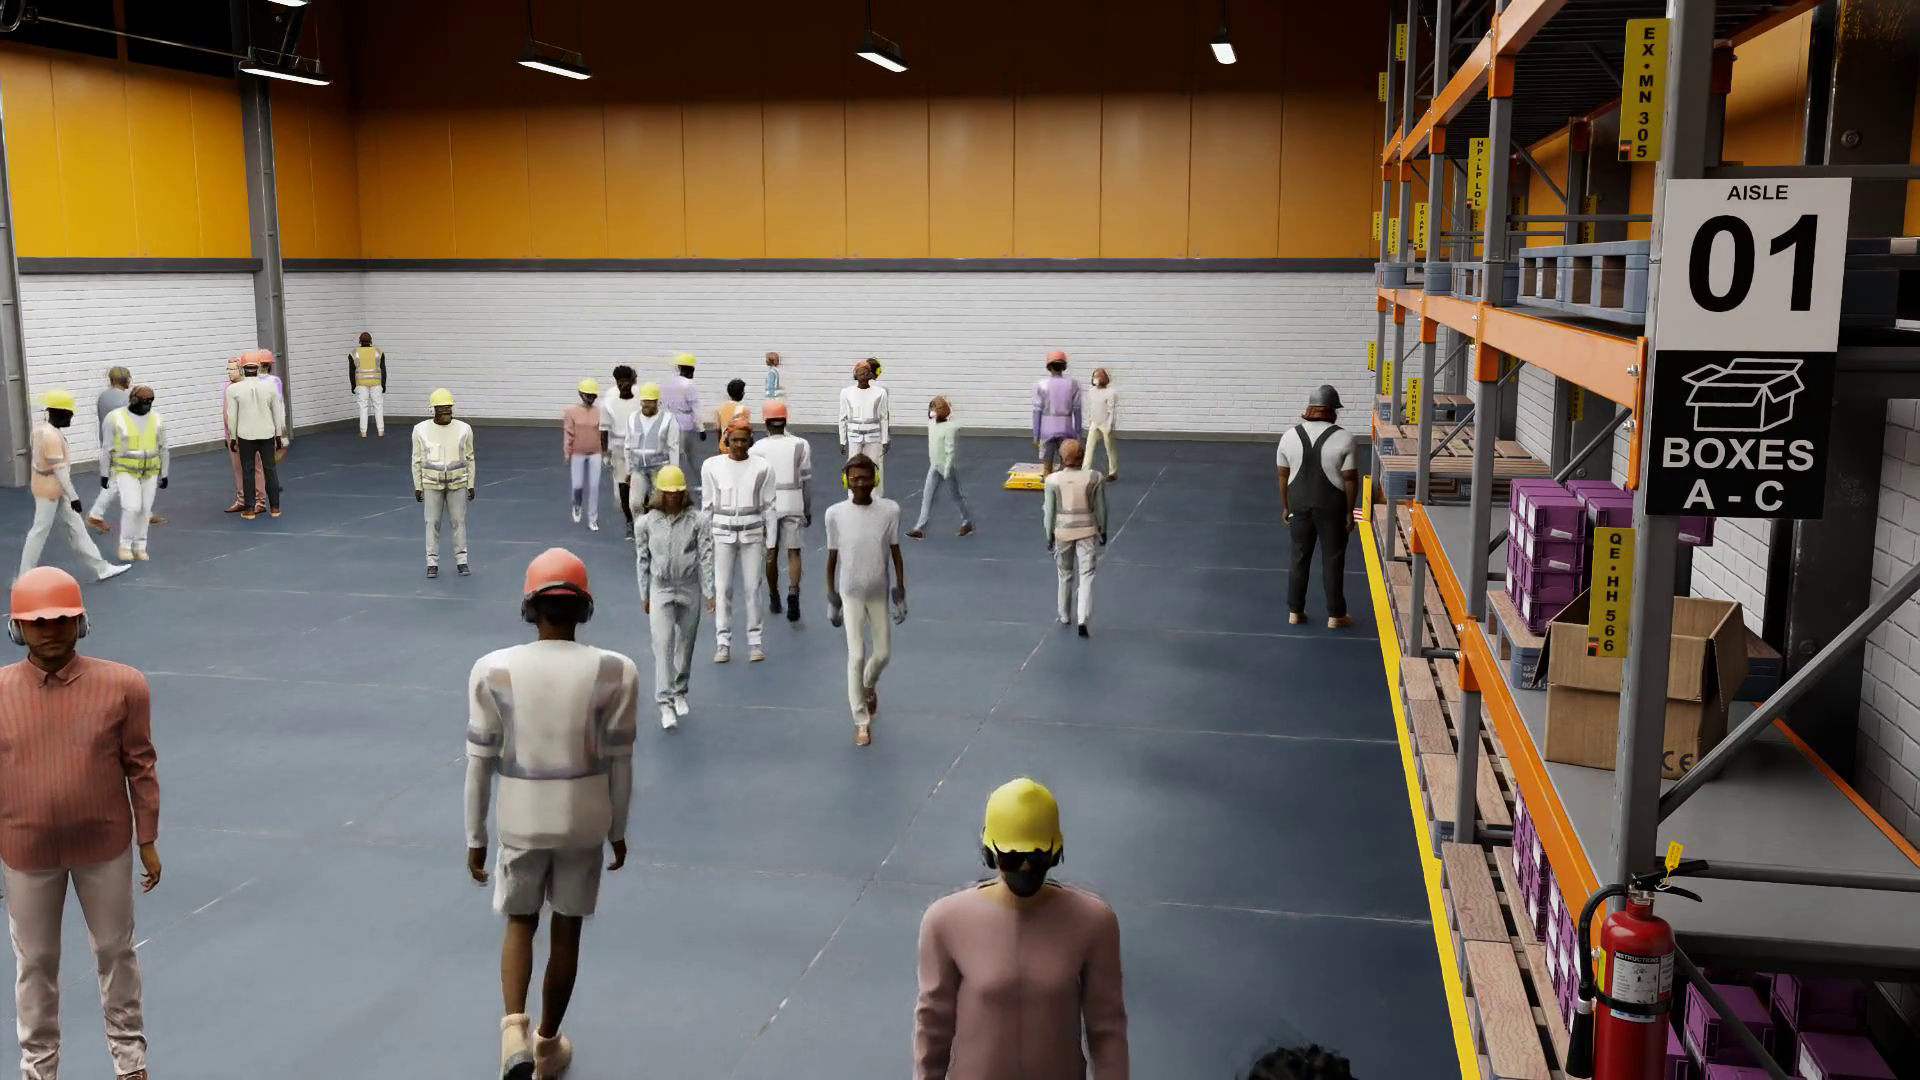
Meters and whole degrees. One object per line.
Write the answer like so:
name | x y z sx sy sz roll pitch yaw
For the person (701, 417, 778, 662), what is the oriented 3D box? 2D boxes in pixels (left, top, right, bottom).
person | -1.683 0.000 12.717 0.577 1.880 0.379 -1 9 -5

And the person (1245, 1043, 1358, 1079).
person | 0.591 1.697 3.064 0.562 1.676 0.368 -4 10 -24

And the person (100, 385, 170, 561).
person | -8.368 -0.665 16.955 0.504 1.803 0.670 7 12 38

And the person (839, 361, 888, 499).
person | -1.149 -1.188 19.836 0.587 1.883 0.341 0 9 0

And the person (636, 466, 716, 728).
person | -1.858 0.377 10.938 0.493 1.706 0.845 -3 10 -16

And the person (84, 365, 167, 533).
person | -9.591 -1.044 18.938 0.641 1.902 0.992 7 12 35

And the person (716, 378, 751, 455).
person | -2.726 -1.083 19.825 0.532 1.678 0.483 9 13 42

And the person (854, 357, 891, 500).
person | -1.125 -1.388 21.103 0.534 1.870 0.321 4 10 23

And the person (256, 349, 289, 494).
person | -9.113 -1.545 21.873 0.574 1.924 0.454 3 10 16

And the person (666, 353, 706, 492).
person | -3.639 -1.523 21.898 0.988 1.882 0.607 -7 12 -38

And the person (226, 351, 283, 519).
person | -8.427 -1.252 19.893 0.612 1.995 0.382 -6 11 -33

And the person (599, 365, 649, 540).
person | -3.628 -0.944 18.203 0.610 1.939 0.519 -1 9 -3

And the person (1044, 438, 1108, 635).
person | 0.950 -0.037 13.726 0.519 1.607 0.786 2 10 10

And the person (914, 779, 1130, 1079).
person | 0.170 1.472 4.209 0.547 1.741 0.711 -1 10 -7

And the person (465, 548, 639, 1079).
person | -1.471 1.040 6.049 0.620 2.006 0.612 -1 9 -7

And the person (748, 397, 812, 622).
person | -1.530 -0.258 14.192 0.542 1.908 0.862 -1 9 -7

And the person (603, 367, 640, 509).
person | -4.058 -1.217 20.352 0.652 1.781 0.915 -3 10 -16

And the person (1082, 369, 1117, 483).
person | 1.893 -1.561 22.942 0.523 1.585 0.825 9 13 44

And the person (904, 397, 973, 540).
person | -0.199 -0.787 18.329 0.907 1.583 0.512 -7 12 -37

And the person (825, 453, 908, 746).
person | -0.609 0.345 10.704 0.520 1.851 0.664 -2 10 -12

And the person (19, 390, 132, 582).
person | -8.348 -0.462 15.503 0.994 1.866 0.603 -4 10 -22

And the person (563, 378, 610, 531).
person | -4.266 -0.982 18.997 0.541 1.744 0.449 -4 10 -23

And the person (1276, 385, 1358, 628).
person | 3.029 -0.293 13.982 0.683 2.000 0.536 6 11 32

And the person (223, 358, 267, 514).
person | -8.730 -1.262 20.223 0.655 1.906 0.407 5 11 29

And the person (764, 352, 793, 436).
person | -2.984 -2.245 26.986 0.466 1.621 0.531 0 9 2

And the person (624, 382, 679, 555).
person | -3.216 -0.718 17.206 0.627 1.813 0.574 2 10 10

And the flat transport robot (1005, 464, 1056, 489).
flat transport robot | 1.028 -0.892 22.909 0.652 0.197 1.431 1 9 8

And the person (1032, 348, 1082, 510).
person | 1.186 -1.319 20.224 0.609 2.028 0.637 -2 10 -13

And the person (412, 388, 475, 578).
person | -5.008 -0.553 16.160 0.590 1.837 0.403 -4 10 -22

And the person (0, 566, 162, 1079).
person | -3.150 1.076 5.863 0.618 1.997 0.373 -4 10 -25

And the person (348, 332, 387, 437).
person | -10.426 -2.736 29.301 0.626 1.844 0.429 -4 10 -25
